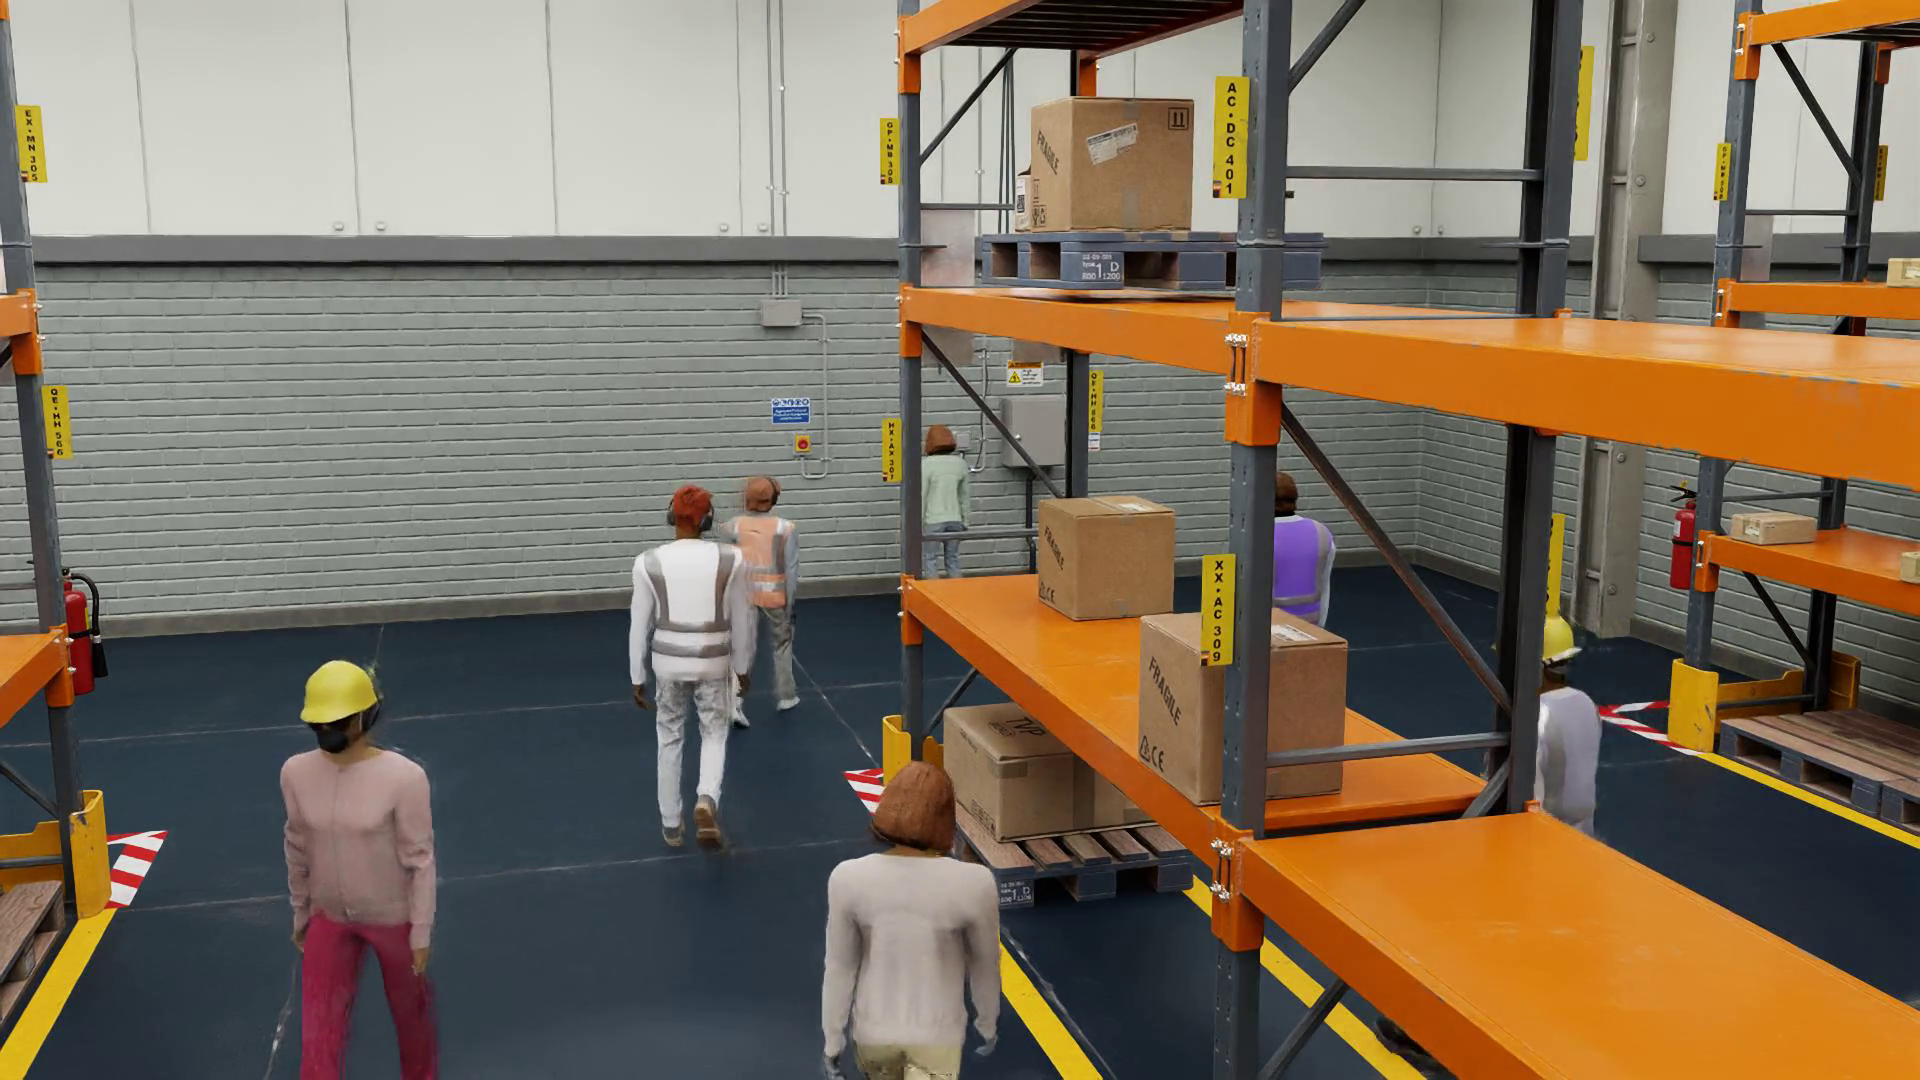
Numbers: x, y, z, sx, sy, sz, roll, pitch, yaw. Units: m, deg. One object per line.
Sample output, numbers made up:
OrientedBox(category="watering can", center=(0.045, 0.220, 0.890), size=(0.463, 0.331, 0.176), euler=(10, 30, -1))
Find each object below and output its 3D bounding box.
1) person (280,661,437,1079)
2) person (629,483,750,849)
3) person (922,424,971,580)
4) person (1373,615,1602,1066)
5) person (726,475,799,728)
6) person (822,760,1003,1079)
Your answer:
OrientedBox(category="person", center=(-1.958, 1.248, 5.331), size=(0.548, 1.720, 0.868), euler=(1, 10, 6))
OrientedBox(category="person", center=(-1.349, 0.657, 8.316), size=(0.617, 1.870, 0.617), euler=(-2, 10, -10))
OrientedBox(category="person", center=(-0.122, -0.127, 13.486), size=(0.536, 1.621, 0.398), euler=(-7, 12, -34))
OrientedBox(category="person", center=(2.023, 1.106, 5.989), size=(0.601, 1.782, 0.901), euler=(-9, 14, -43))
OrientedBox(category="person", center=(-1.284, 0.384, 10.636), size=(0.526, 1.603, 0.837), euler=(3, 10, 15))
OrientedBox(category="person", center=(-0.143, 1.424, 4.775), size=(0.504, 1.577, 0.846), euler=(2, 10, 14))
